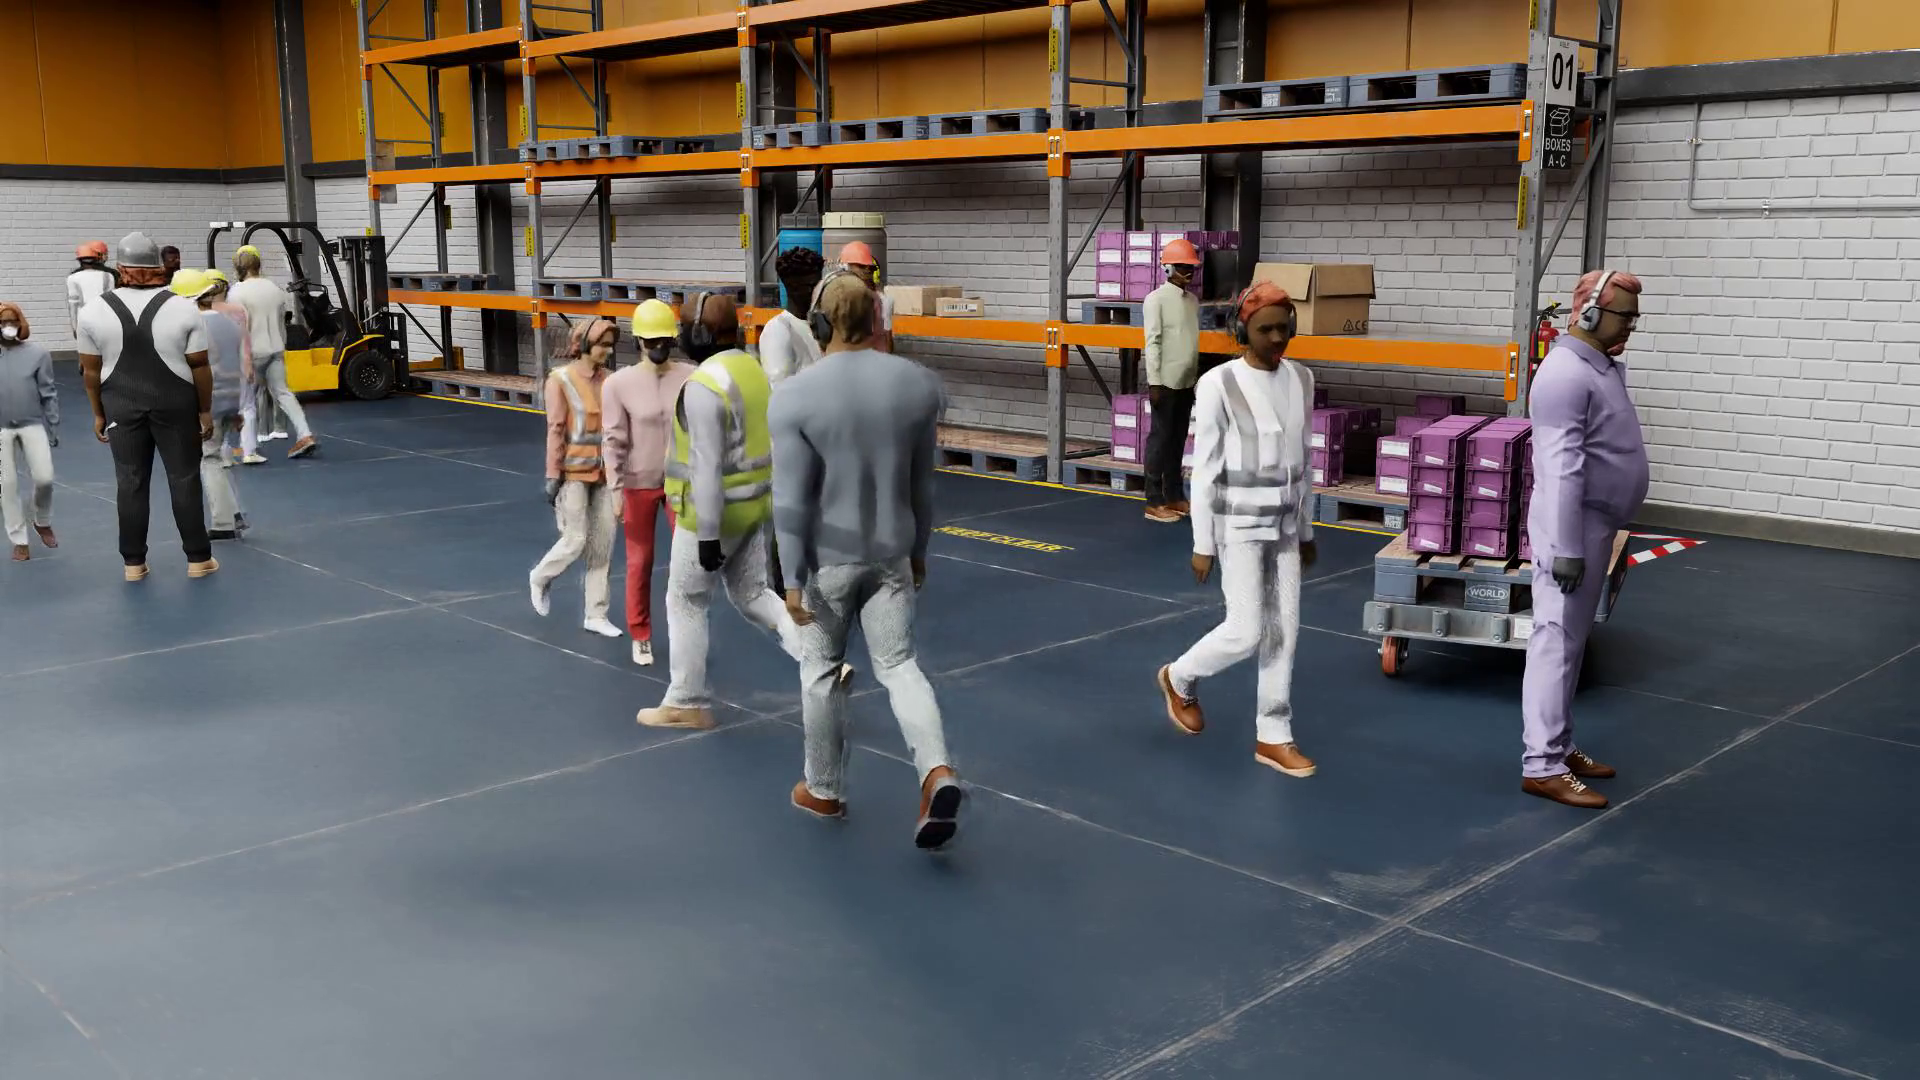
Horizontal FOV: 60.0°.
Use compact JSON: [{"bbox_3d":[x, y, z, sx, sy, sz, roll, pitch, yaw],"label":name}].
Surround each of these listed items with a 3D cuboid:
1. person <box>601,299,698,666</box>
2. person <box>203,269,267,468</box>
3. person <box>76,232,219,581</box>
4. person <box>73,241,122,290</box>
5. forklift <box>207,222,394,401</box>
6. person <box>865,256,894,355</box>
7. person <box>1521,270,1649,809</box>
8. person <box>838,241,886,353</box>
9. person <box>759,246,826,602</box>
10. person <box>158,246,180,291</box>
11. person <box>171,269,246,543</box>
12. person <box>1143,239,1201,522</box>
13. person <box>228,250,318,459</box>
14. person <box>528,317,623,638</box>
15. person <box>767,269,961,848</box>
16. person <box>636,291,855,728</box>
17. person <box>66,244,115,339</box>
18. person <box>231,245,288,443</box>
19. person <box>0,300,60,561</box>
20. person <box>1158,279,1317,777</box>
[{"bbox_3d":[-1.393,-0.251,7.754,0.566,1.731,0.528,-5,11,-24],"label":"person"},{"bbox_3d":[-6.426,-1.495,14.544,0.560,1.733,0.439,2,11,11],"label":"person"},{"bbox_3d":[-4.757,-0.783,9.813,0.688,2.000,0.539,-3,11,-15],"label":"person"},{"bbox_3d":[-11.194,-2.916,21.712,0.630,1.936,1.014,-1,10,-4],"label":"person"},{"bbox_3d":[-8.169,-2.758,20.163,2.313,2.155,1.214,-10,14,-44],"label":"forklift"},{"bbox_3d":[-0.754,-1.423,13.810,0.333,1.860,0.509,-10,14,-43],"label":"person"},{"bbox_3d":[2.251,-0.012,5.999,0.406,1.902,0.639,5,12,27],"label":"person"},{"bbox_3d":[-0.841,-1.310,12.861,0.635,1.974,0.480,-9,14,-41],"label":"person"},{"bbox_3d":[-0.825,-0.518,8.572,0.366,1.967,0.603,2,11,9],"label":"person"},{"bbox_3d":[-8.574,-2.267,18.277,0.622,1.897,0.728,-9,14,-42],"label":"person"},{"bbox_3d":[-4.957,-0.862,10.895,0.461,1.803,0.589,1,10,6],"label":"person"},{"bbox_3d":[1.526,-1.136,11.862,0.375,1.995,0.609,8,13,37],"label":"person"},{"bbox_3d":[-6.269,-1.670,15.075,0.951,1.905,0.645,5,11,23],"label":"person"},{"bbox_3d":[-1.937,-0.322,8.430,0.501,1.615,0.532,8,13,37],"label":"person"},{"bbox_3d":[-0.311,0.072,5.499,0.627,1.918,0.840,-5,12,-27],"label":"person"},{"bbox_3d":[-0.887,-0.101,6.756,0.863,1.813,0.633,3,11,15],"label":"person"},{"bbox_3d":[-10.760,-2.711,20.685,0.558,1.913,0.571,-6,12,-30],"label":"person"},{"bbox_3d":[-6.876,-1.911,16.293,0.383,1.921,0.585,5,12,26],"label":"person"},{"bbox_3d":[-5.907,-0.682,10.402,0.510,1.623,0.334,-7,13,-34],"label":"person"},{"bbox_3d":[1.062,-0.050,6.298,0.587,1.867,0.620,-8,13,-37],"label":"person"}]
